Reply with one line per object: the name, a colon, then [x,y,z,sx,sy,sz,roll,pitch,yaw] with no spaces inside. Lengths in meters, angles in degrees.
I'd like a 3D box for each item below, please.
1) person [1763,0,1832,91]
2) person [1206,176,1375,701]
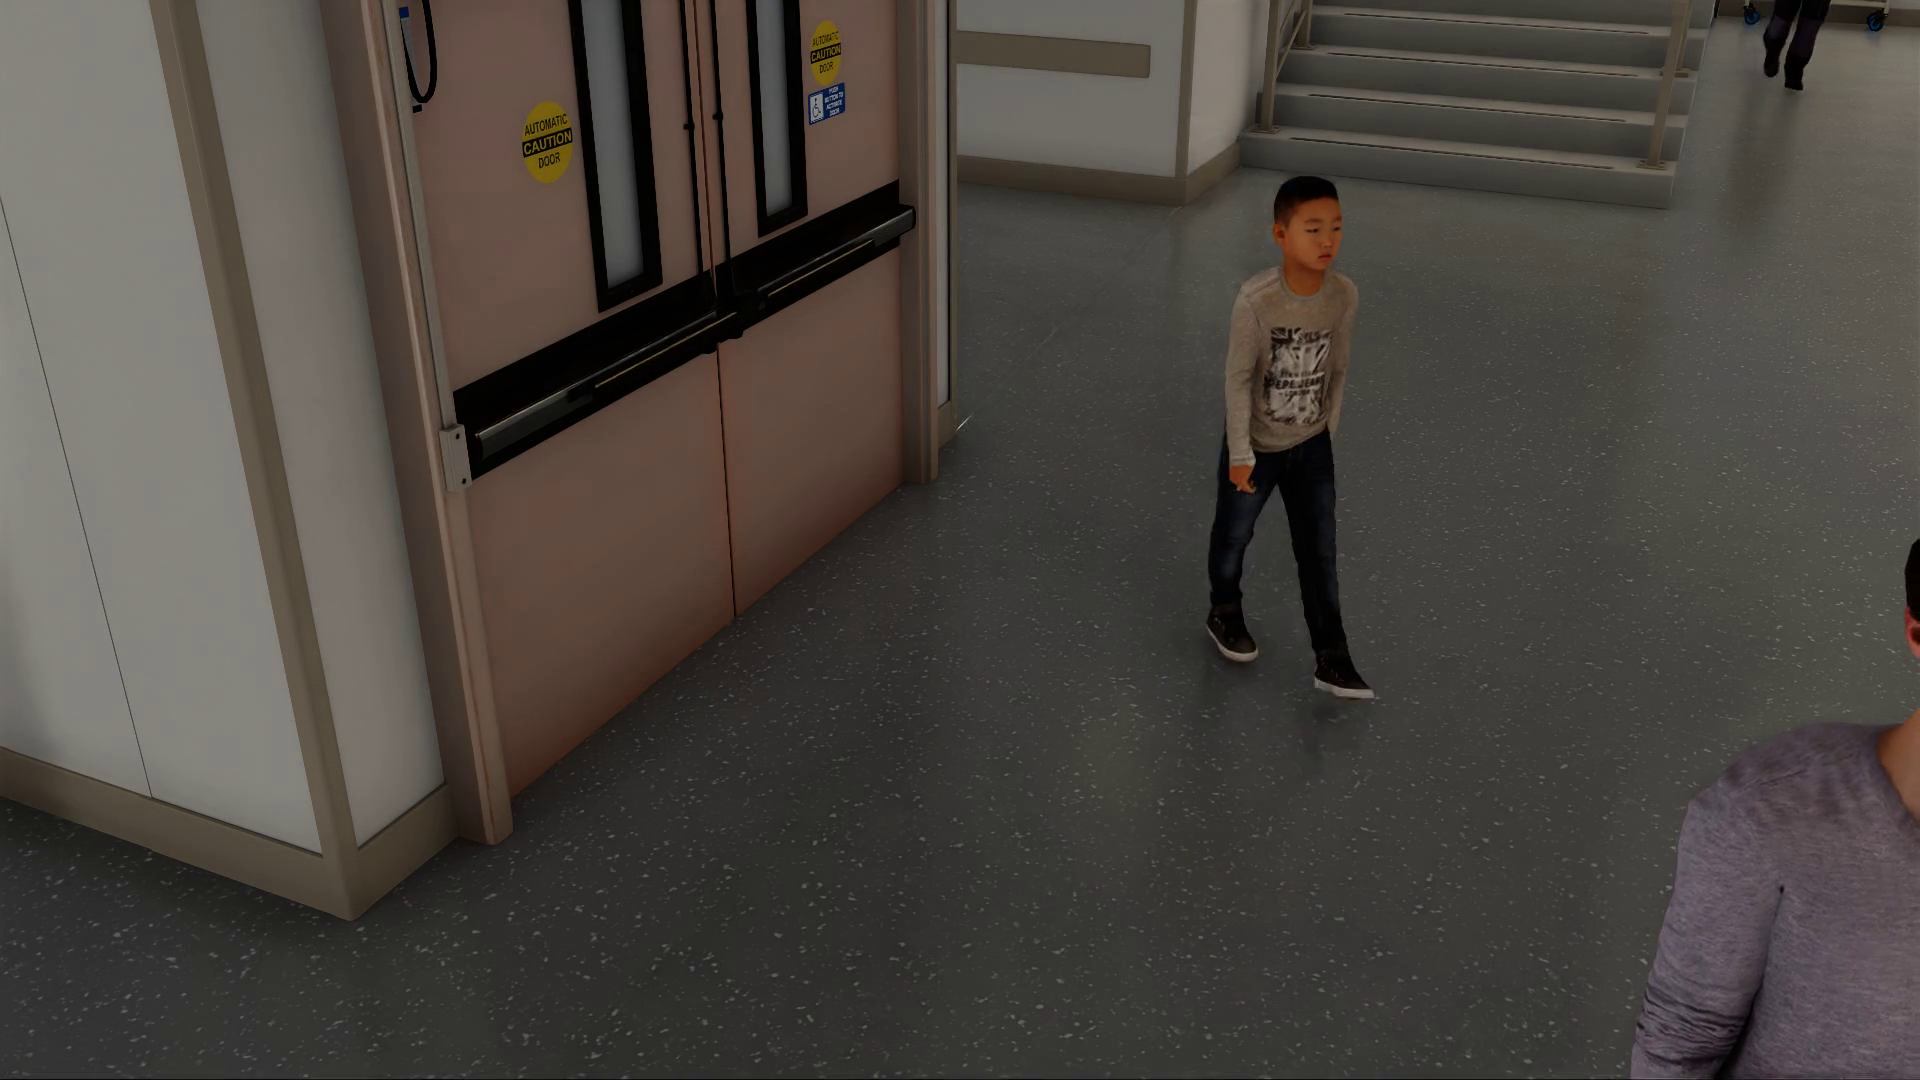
person: [6.474,-4.424,12.692,0.774,1.899,0.870,6,26,12]
person: [0.851,-0.306,4.681,0.873,1.441,0.961,-7,27,-13]
